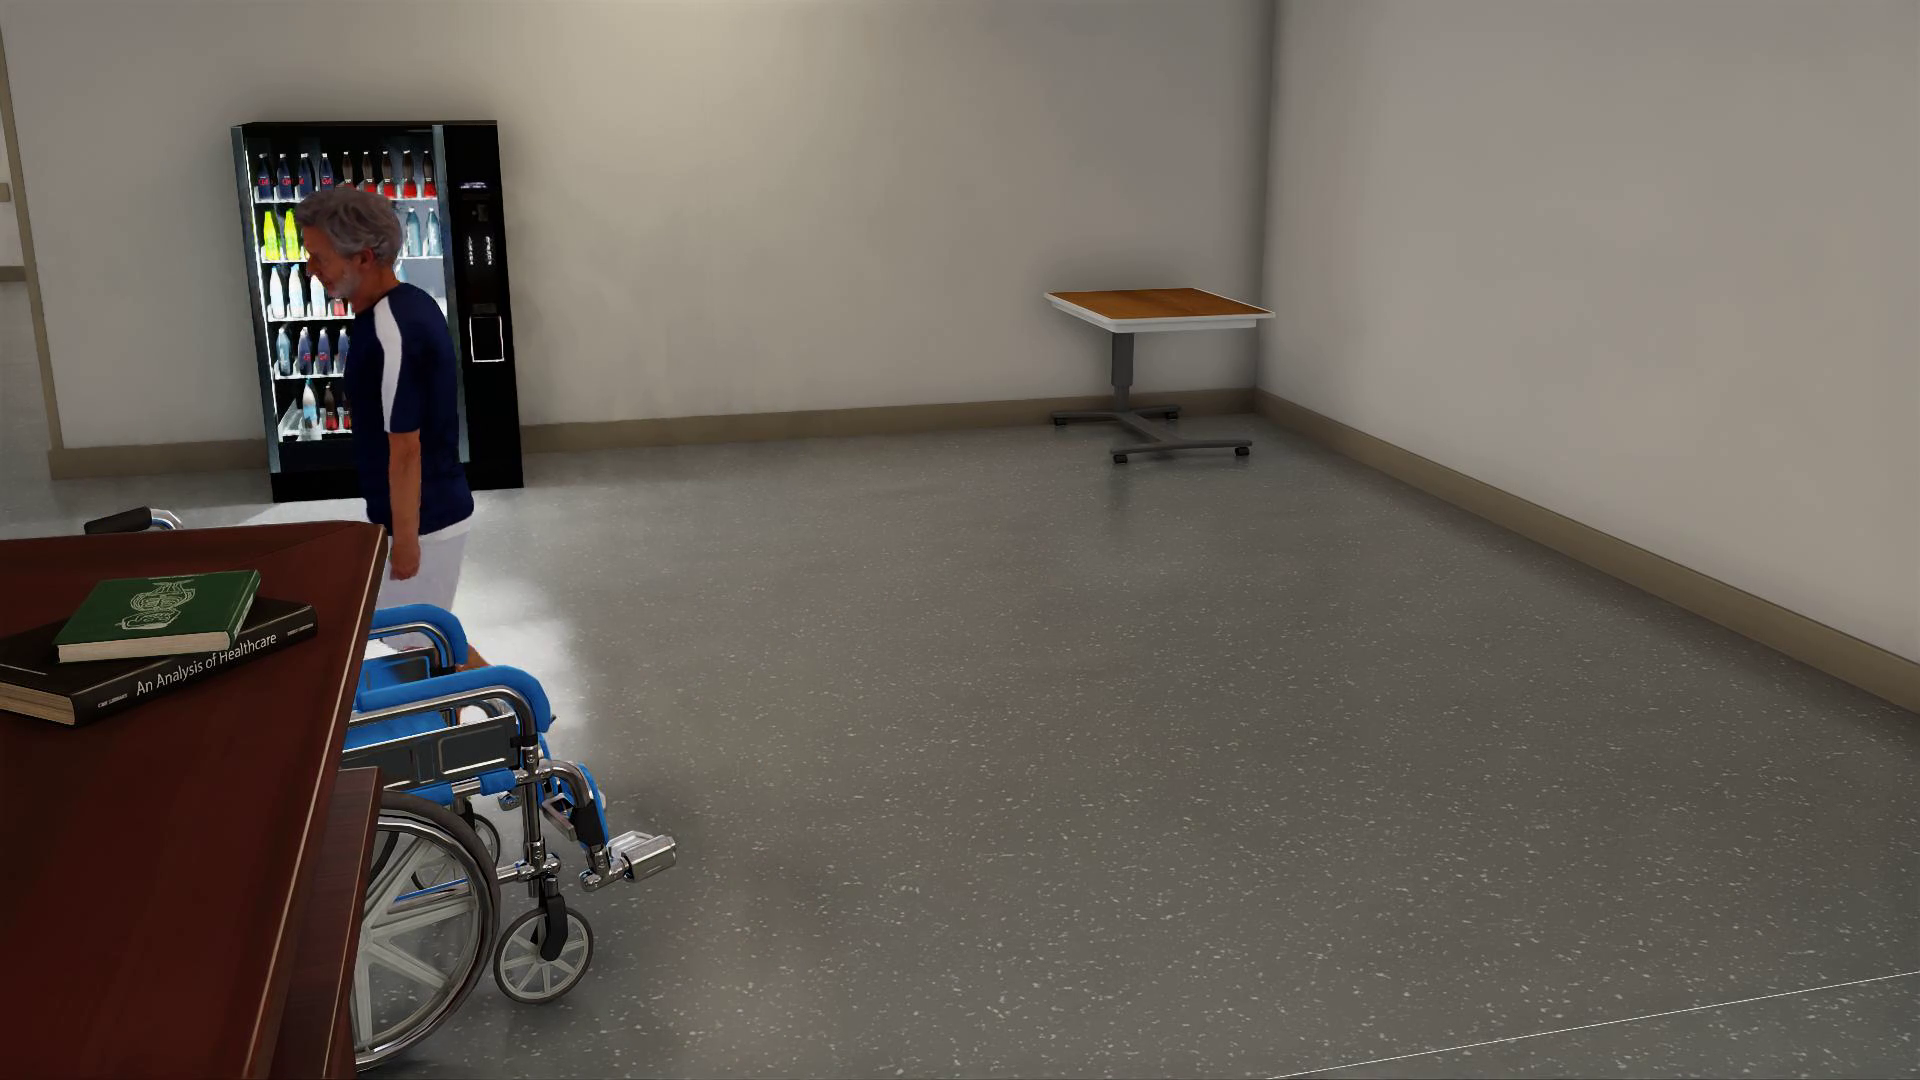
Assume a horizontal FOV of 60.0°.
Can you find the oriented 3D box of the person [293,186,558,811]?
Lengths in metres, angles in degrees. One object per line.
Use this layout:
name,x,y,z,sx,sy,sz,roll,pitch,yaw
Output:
person,-1.407,-0.062,4.569,0.785,1.799,0.726,-3,16,-12
